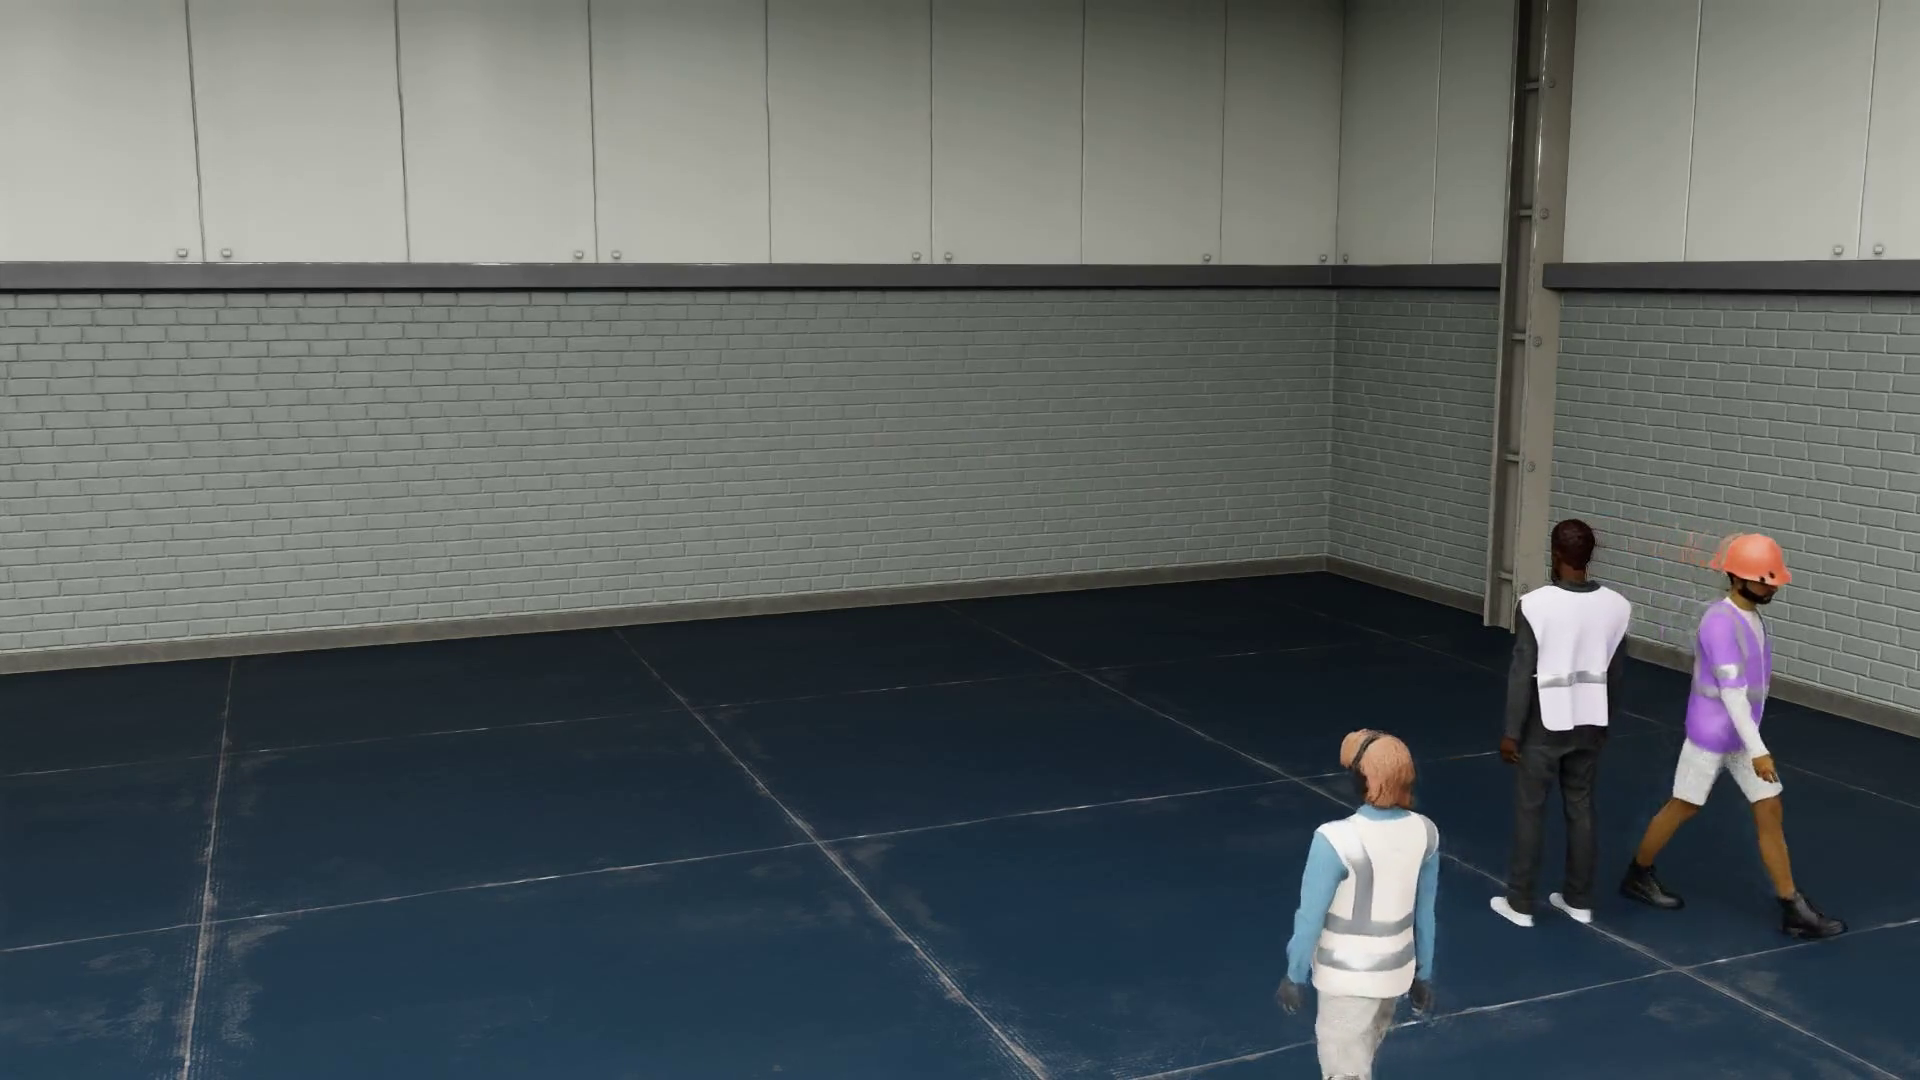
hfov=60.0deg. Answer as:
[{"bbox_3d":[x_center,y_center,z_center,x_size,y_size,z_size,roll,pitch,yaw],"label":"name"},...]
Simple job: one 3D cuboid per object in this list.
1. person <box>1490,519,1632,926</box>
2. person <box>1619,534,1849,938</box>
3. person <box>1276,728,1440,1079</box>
[{"bbox_3d":[2.812,0.867,7.756,0.611,1.888,0.416,-3,9,-16],"label":"person"},{"bbox_3d":[3.569,0.890,7.692,0.537,1.877,1.022,-8,12,-40],"label":"person"},{"bbox_3d":[1.303,1.398,5.276,0.521,1.611,0.768,-6,11,-34],"label":"person"}]
